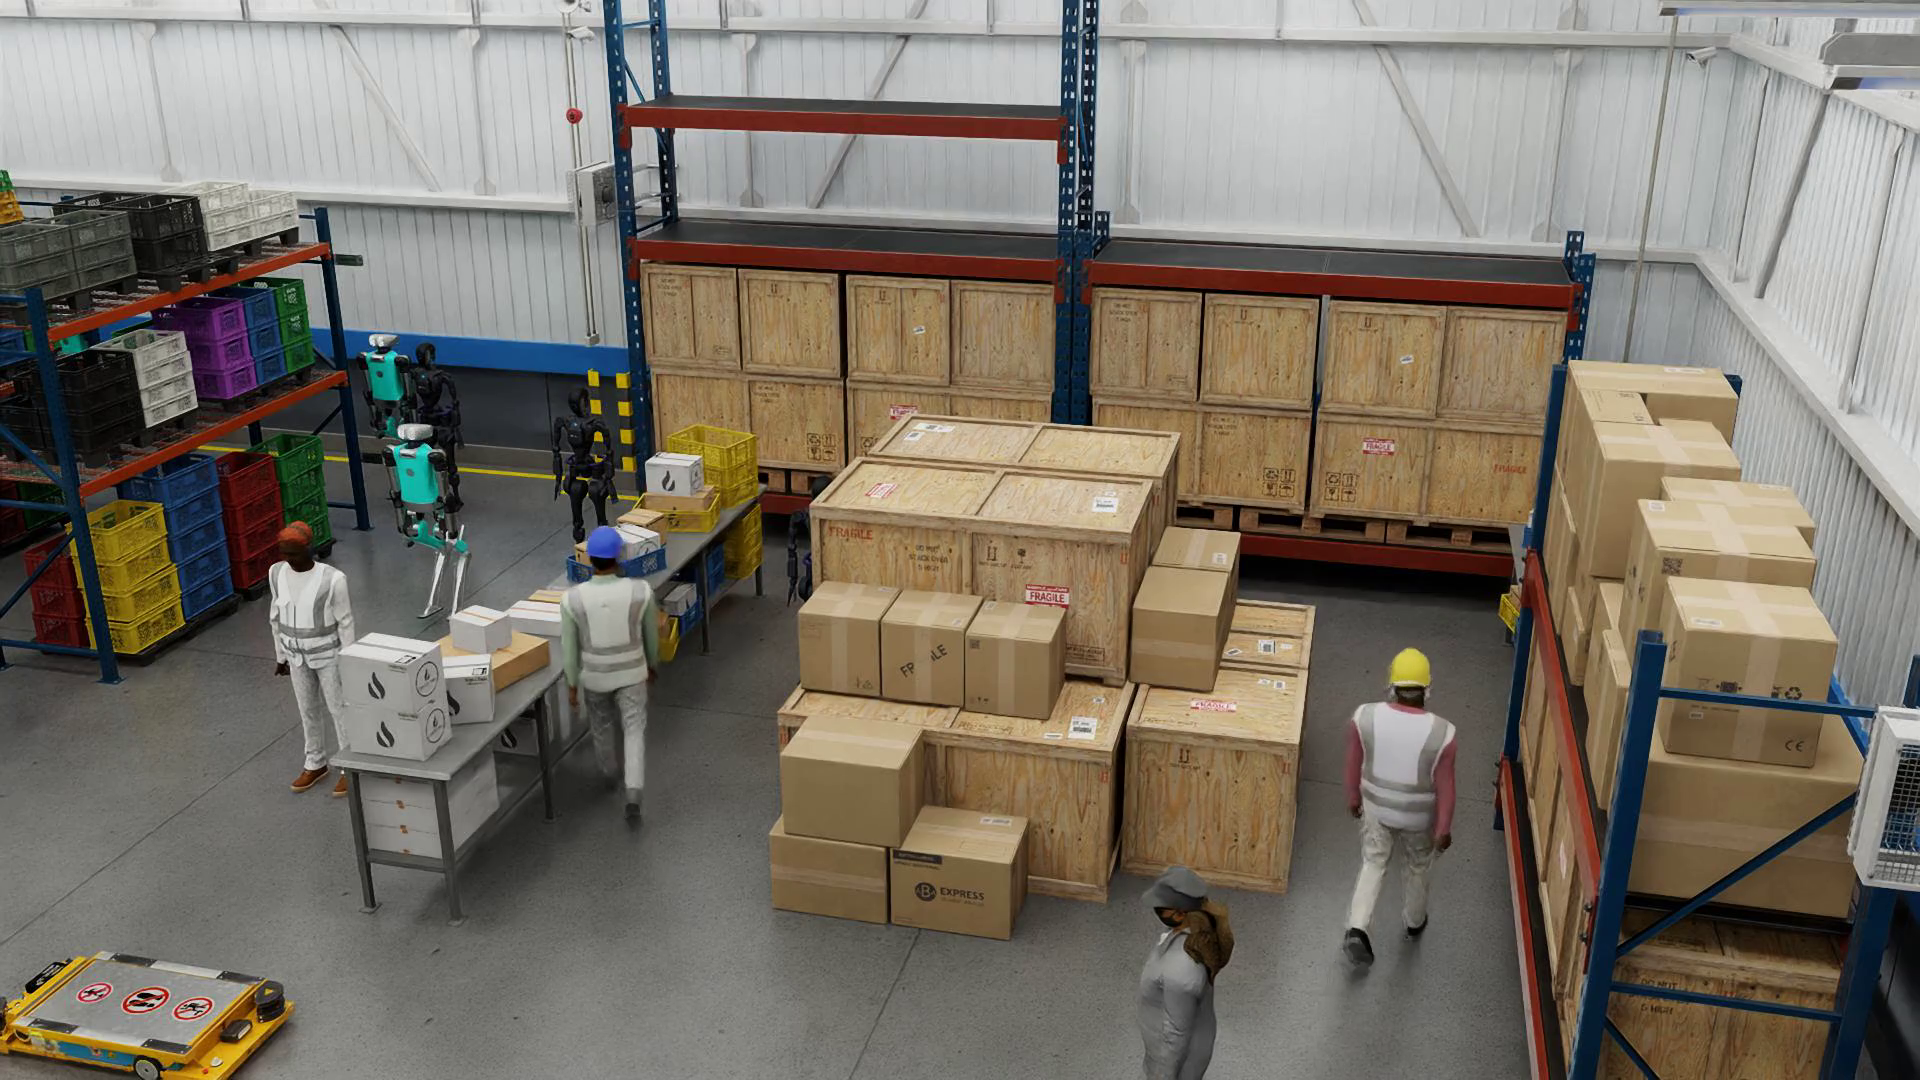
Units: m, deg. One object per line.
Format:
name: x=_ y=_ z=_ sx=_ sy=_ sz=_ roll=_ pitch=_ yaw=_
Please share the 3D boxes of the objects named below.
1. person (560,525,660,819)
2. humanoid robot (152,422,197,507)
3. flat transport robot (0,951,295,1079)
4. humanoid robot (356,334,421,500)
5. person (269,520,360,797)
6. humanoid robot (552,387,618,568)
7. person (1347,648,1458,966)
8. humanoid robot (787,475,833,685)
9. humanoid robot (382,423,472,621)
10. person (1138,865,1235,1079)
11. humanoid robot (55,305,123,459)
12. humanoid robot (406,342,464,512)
person: x=-2.202 y=0.835 z=10.548 sx=0.605 sy=1.914 sz=0.839 roll=-4 pitch=21 yaw=-9
humanoid robot: x=-7.513 y=-1.049 z=15.801 sx=0.599 sy=1.654 sz=0.315 roll=5 pitch=22 yaw=13
flat transport robot: x=-4.270 y=2.464 z=8.601 sx=1.431 sy=0.231 sz=0.659 roll=5 pitch=22 yaw=13
humanoid robot: x=-5.337 y=-1.218 z=15.988 sx=0.533 sy=1.677 sz=0.735 roll=5 pitch=22 yaw=13
person: x=-4.186 y=0.765 z=10.781 sx=0.573 sy=1.886 sz=0.356 roll=5 pitch=21 yaw=13
humanoid robot: x=-3.243 y=-0.528 z=14.438 sx=0.599 sy=1.654 sz=0.315 roll=5 pitch=22 yaw=13
person: x=2.379 y=1.468 z=9.075 sx=0.613 sy=1.801 sz=0.756 roll=11 pitch=24 yaw=27
humanoid robot: x=-0.983 y=0.312 z=12.241 sx=0.599 sy=1.654 sz=0.315 roll=5 pitch=22 yaw=13
humanoid robot: x=-4.165 y=-0.192 z=13.304 sx=0.533 sy=1.677 sz=0.735 roll=5 pitch=22 yaw=13
person: x=0.960 y=2.189 z=7.218 sx=0.399 sy=1.767 sz=0.560 roll=5 pitch=21 yaw=13
humanoid robot: x=-8.885 y=-1.657 z=17.137 sx=0.533 sy=1.676 sz=0.735 roll=5 pitch=22 yaw=13
humanoid robot: x=-5.003 y=-1.077 z=15.874 sx=0.599 sy=1.654 sz=0.315 roll=5 pitch=22 yaw=13
